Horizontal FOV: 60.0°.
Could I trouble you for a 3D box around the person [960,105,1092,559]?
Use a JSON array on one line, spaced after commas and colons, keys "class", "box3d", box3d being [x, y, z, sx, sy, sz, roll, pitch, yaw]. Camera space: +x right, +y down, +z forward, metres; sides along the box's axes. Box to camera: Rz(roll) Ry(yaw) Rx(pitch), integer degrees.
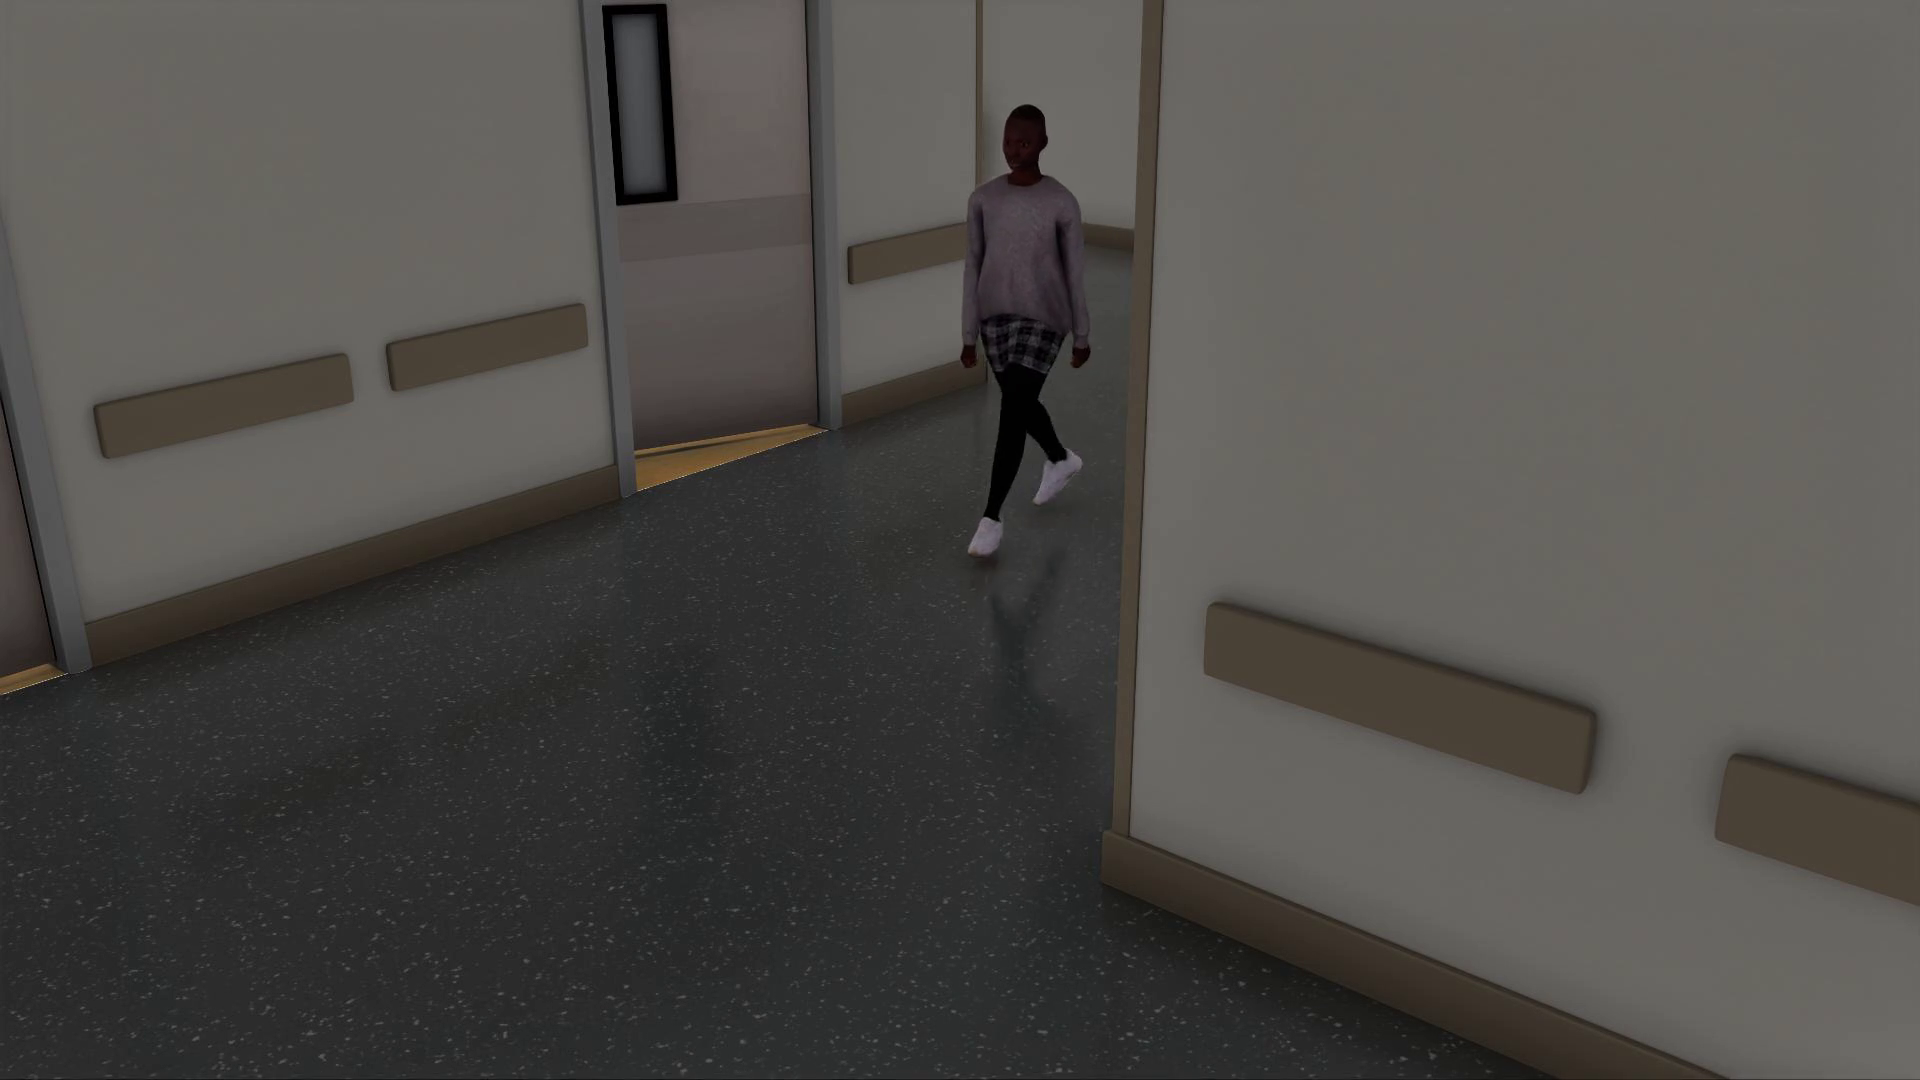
[{"class": "person", "box3d": [0.295, -0.847, 6.699, 0.848, 1.732, 1.241, 11, 23, 26]}]
